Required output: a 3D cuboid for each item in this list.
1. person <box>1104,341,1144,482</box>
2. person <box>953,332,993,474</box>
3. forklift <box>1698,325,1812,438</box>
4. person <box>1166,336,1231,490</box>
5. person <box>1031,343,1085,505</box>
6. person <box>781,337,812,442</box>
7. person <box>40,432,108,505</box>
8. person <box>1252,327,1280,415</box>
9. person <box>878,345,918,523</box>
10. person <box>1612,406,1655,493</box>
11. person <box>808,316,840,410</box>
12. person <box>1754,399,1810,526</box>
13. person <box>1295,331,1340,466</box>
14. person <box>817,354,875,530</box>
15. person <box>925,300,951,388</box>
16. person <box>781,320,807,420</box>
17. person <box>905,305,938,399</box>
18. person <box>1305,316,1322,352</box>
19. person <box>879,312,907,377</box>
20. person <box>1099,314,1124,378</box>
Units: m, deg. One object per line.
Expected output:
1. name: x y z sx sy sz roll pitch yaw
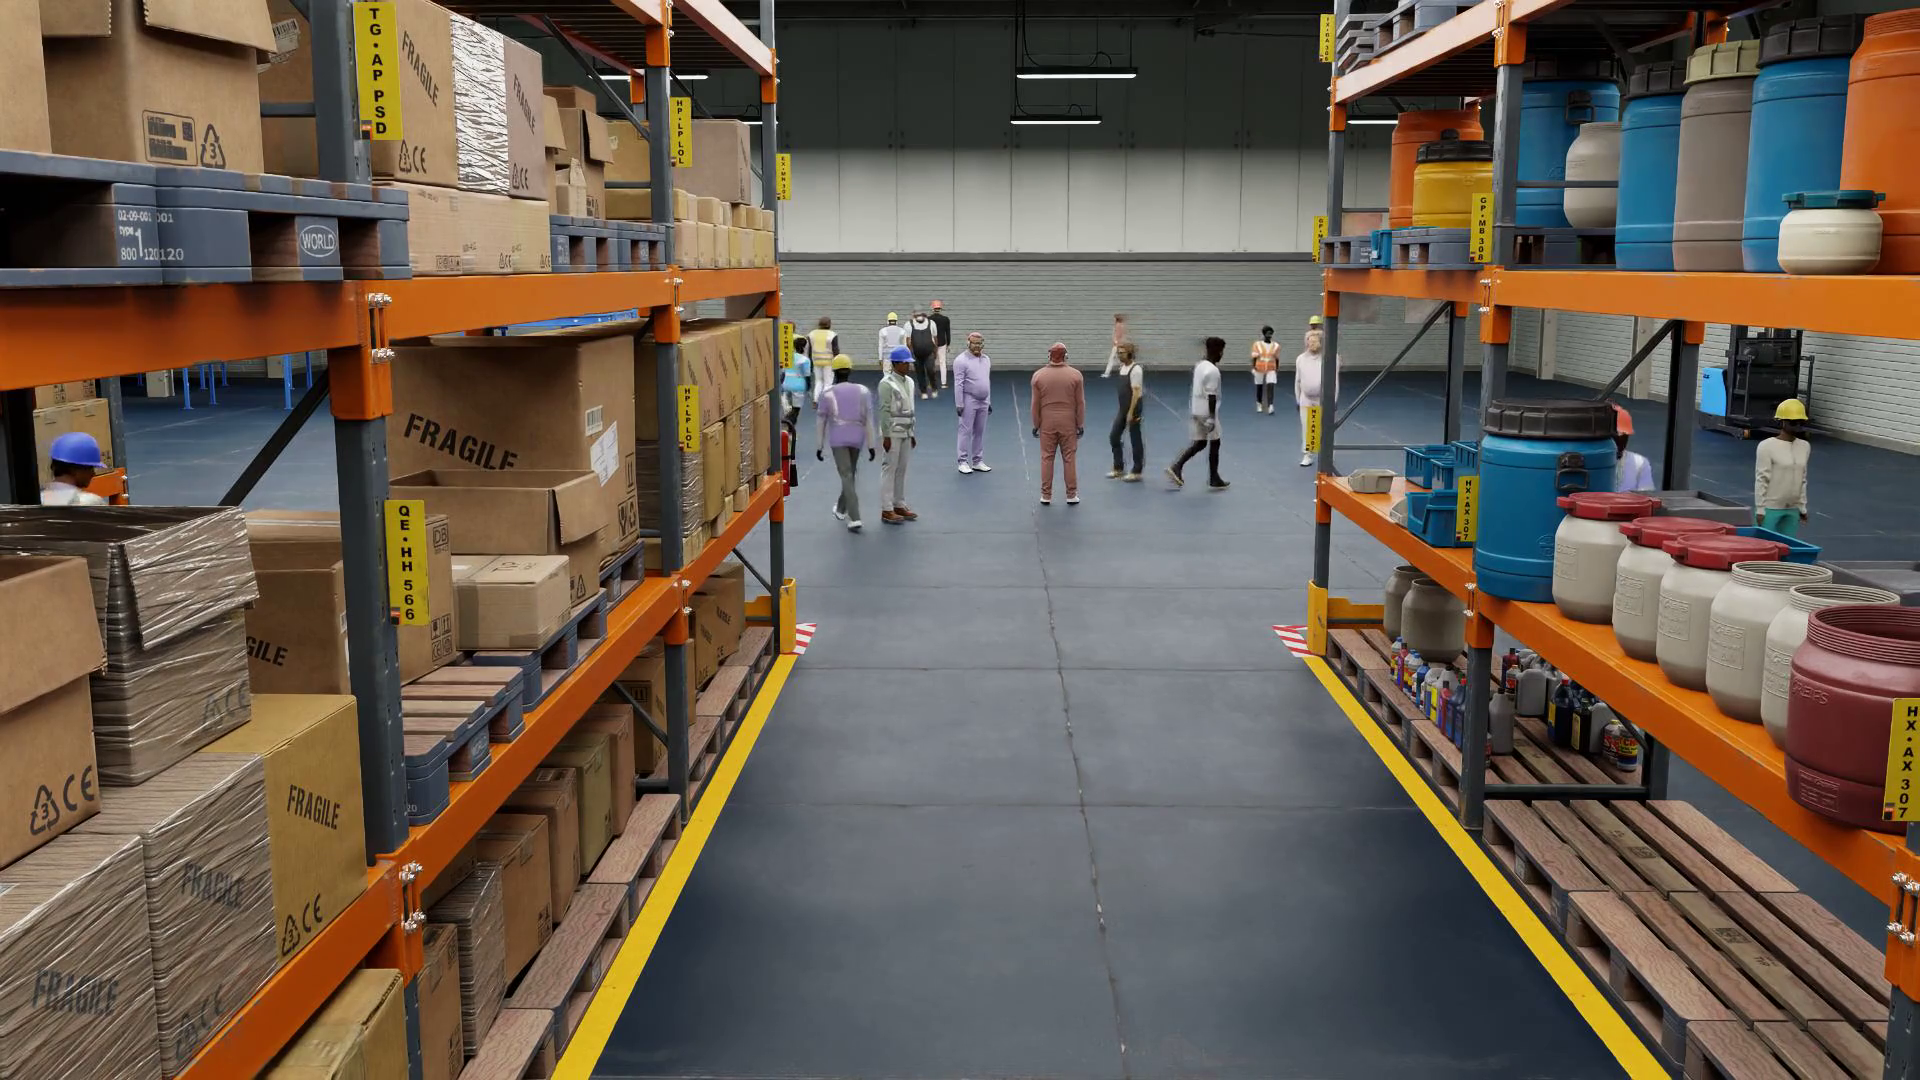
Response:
1. person: 2.149 -1.670 21.680 0.631 1.823 0.528 -5 11 -28
2. person: 0.207 -1.868 22.646 0.652 1.903 0.403 -9 13 -44
3. forklift: 13.248 -3.165 27.620 1.129 2.768 1.873 0 9 1
4. person: 3.020 -1.601 20.944 0.753 1.941 0.618 -3 10 -17
5. person: 1.162 -1.375 19.678 0.639 1.911 0.406 1 10 7
6. person: -2.589 -2.391 26.469 0.550 1.659 0.520 7 12 35
7. person: -4.902 0.376 9.179 0.670 1.920 0.538 3 10 19
8. person: 5.770 -3.208 31.430 0.531 1.658 0.870 1 10 4
9. person: -0.673 -1.179 18.383 0.406 1.947 0.606 5 11 29
10. person: 4.485 0.008 11.506 0.550 1.882 1.025 -1 10 -5
11. person: -2.585 -3.359 31.794 0.652 1.830 0.439 4 10 22
12. person: 6.613 -0.255 13.389 0.523 1.769 0.321 -3 10 -19
13. person: 5.045 -2.009 23.513 0.648 1.895 0.597 5 11 27
14. person: -1.245 -1.070 17.988 0.597 1.860 1.055 -4 10 -23
15. person: -0.527 -4.460 37.897 0.624 1.992 0.390 -1 10 -4
16. person: -3.044 -3.020 29.768 0.647 1.828 0.446 -4 10 -20
17. person: -0.811 -3.926 34.688 0.690 2.000 0.786 0 9 1
18. person: 7.563 -3.882 35.239 0.526 1.750 0.769 7 12 38
19. person: -1.393 -3.786 34.378 0.592 1.827 0.403 -2 10 -13
20. person: 3.927 -4.792 41.104 0.884 1.601 0.525 3 10 18
